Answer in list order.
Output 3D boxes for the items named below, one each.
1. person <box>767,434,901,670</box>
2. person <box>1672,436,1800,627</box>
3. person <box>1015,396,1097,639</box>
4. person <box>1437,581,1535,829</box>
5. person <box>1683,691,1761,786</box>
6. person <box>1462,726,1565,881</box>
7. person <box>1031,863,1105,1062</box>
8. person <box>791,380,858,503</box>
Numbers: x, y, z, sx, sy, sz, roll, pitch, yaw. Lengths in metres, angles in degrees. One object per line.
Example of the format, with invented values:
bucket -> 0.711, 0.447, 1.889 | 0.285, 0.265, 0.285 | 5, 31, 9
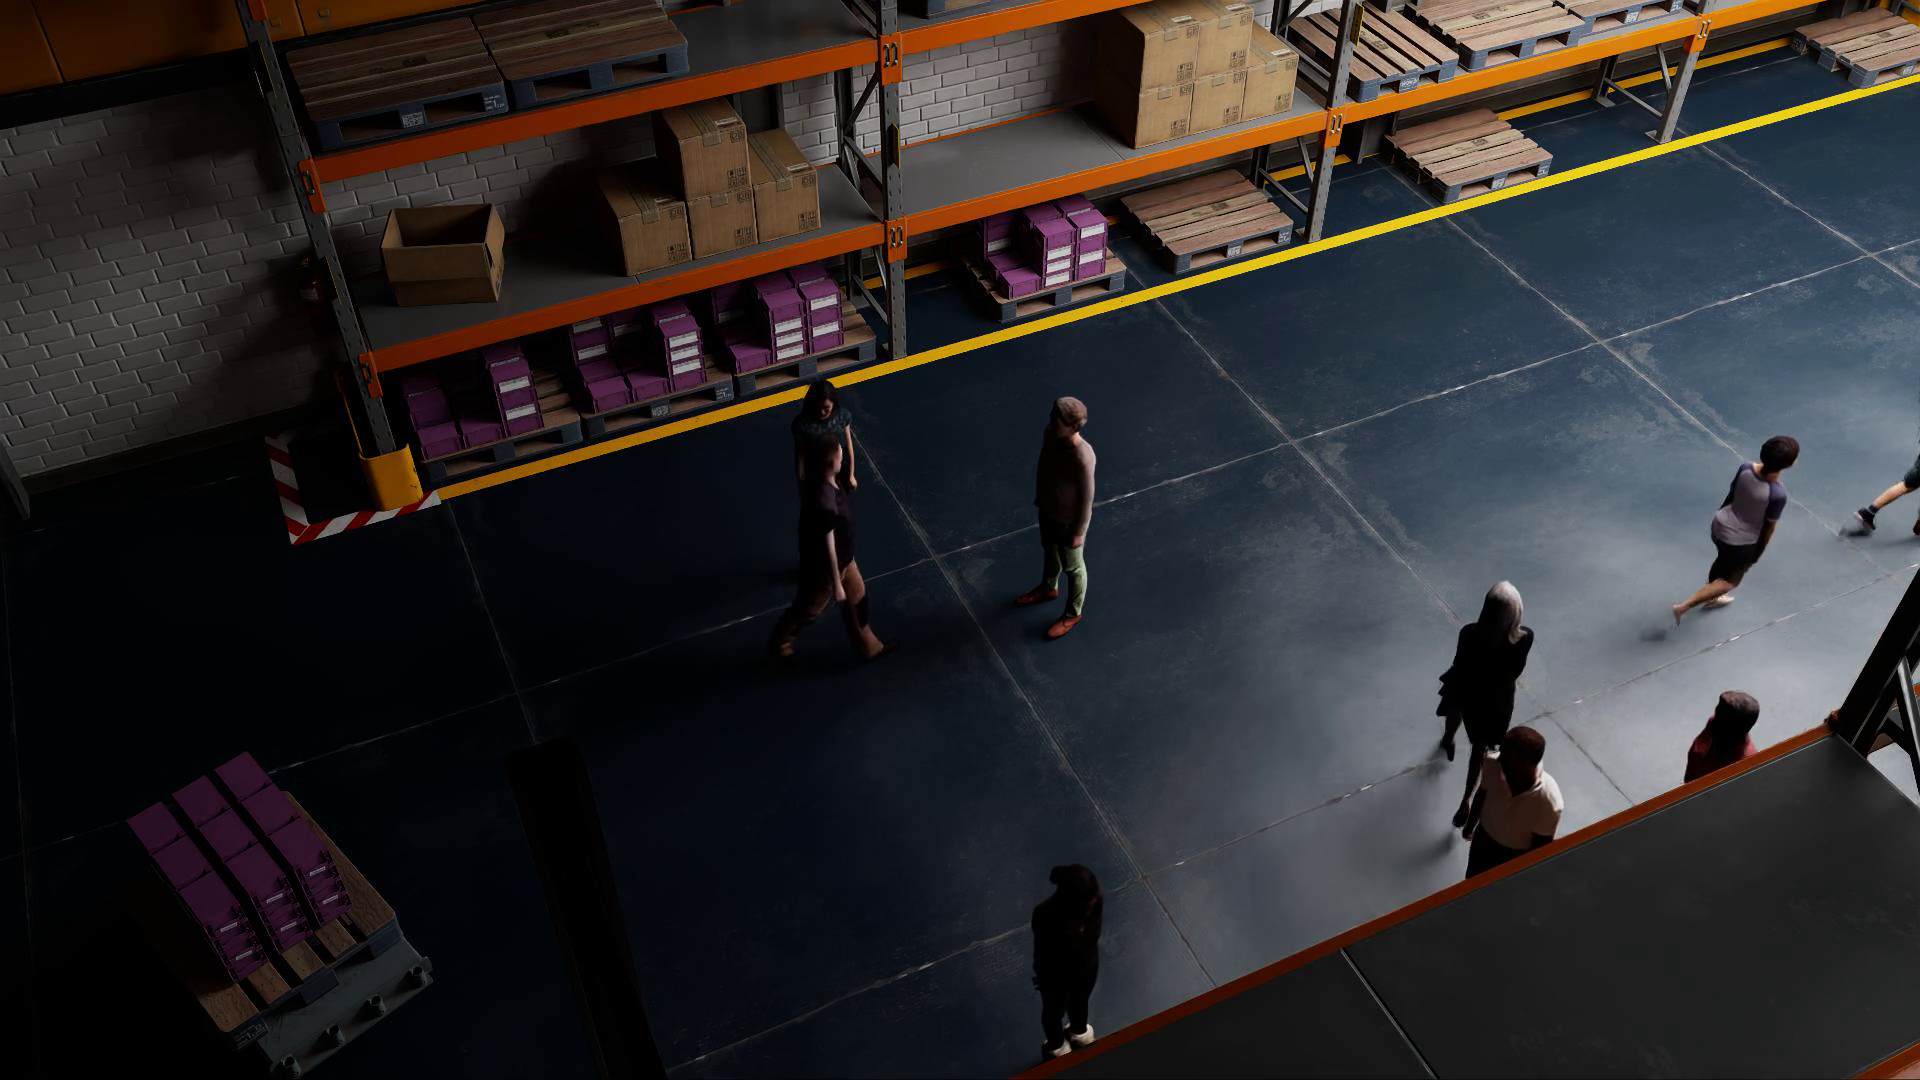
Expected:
person -> -0.937, 0.131, 10.511 | 1.268, 1.786, 1.088 | 2, 44, 2
person -> 5.036, -0.041, 10.865 | 0.889, 1.547, 0.610 | -14, 45, -14
person -> 0.672, -0.182, 10.774 | 0.625, 1.876, 0.696 | -22, 48, -22
person -> 3.053, 0.954, 9.699 | 1.092, 1.714, 1.092 | 10, 45, 10
person -> 4.148, 1.512, 9.055 | 1.250, 1.794, 1.035 | -2, 44, -2
person -> 3.004, 1.604, 8.942 | 0.975, 1.817, 0.728 | -23, 48, -22
person -> 0.539, 2.163, 8.468 | 0.614, 1.662, 0.665 | 0, 44, 0
person -> -0.902, -0.398, 11.108 | 0.459, 1.728, 0.634 | -14, 45, -14
